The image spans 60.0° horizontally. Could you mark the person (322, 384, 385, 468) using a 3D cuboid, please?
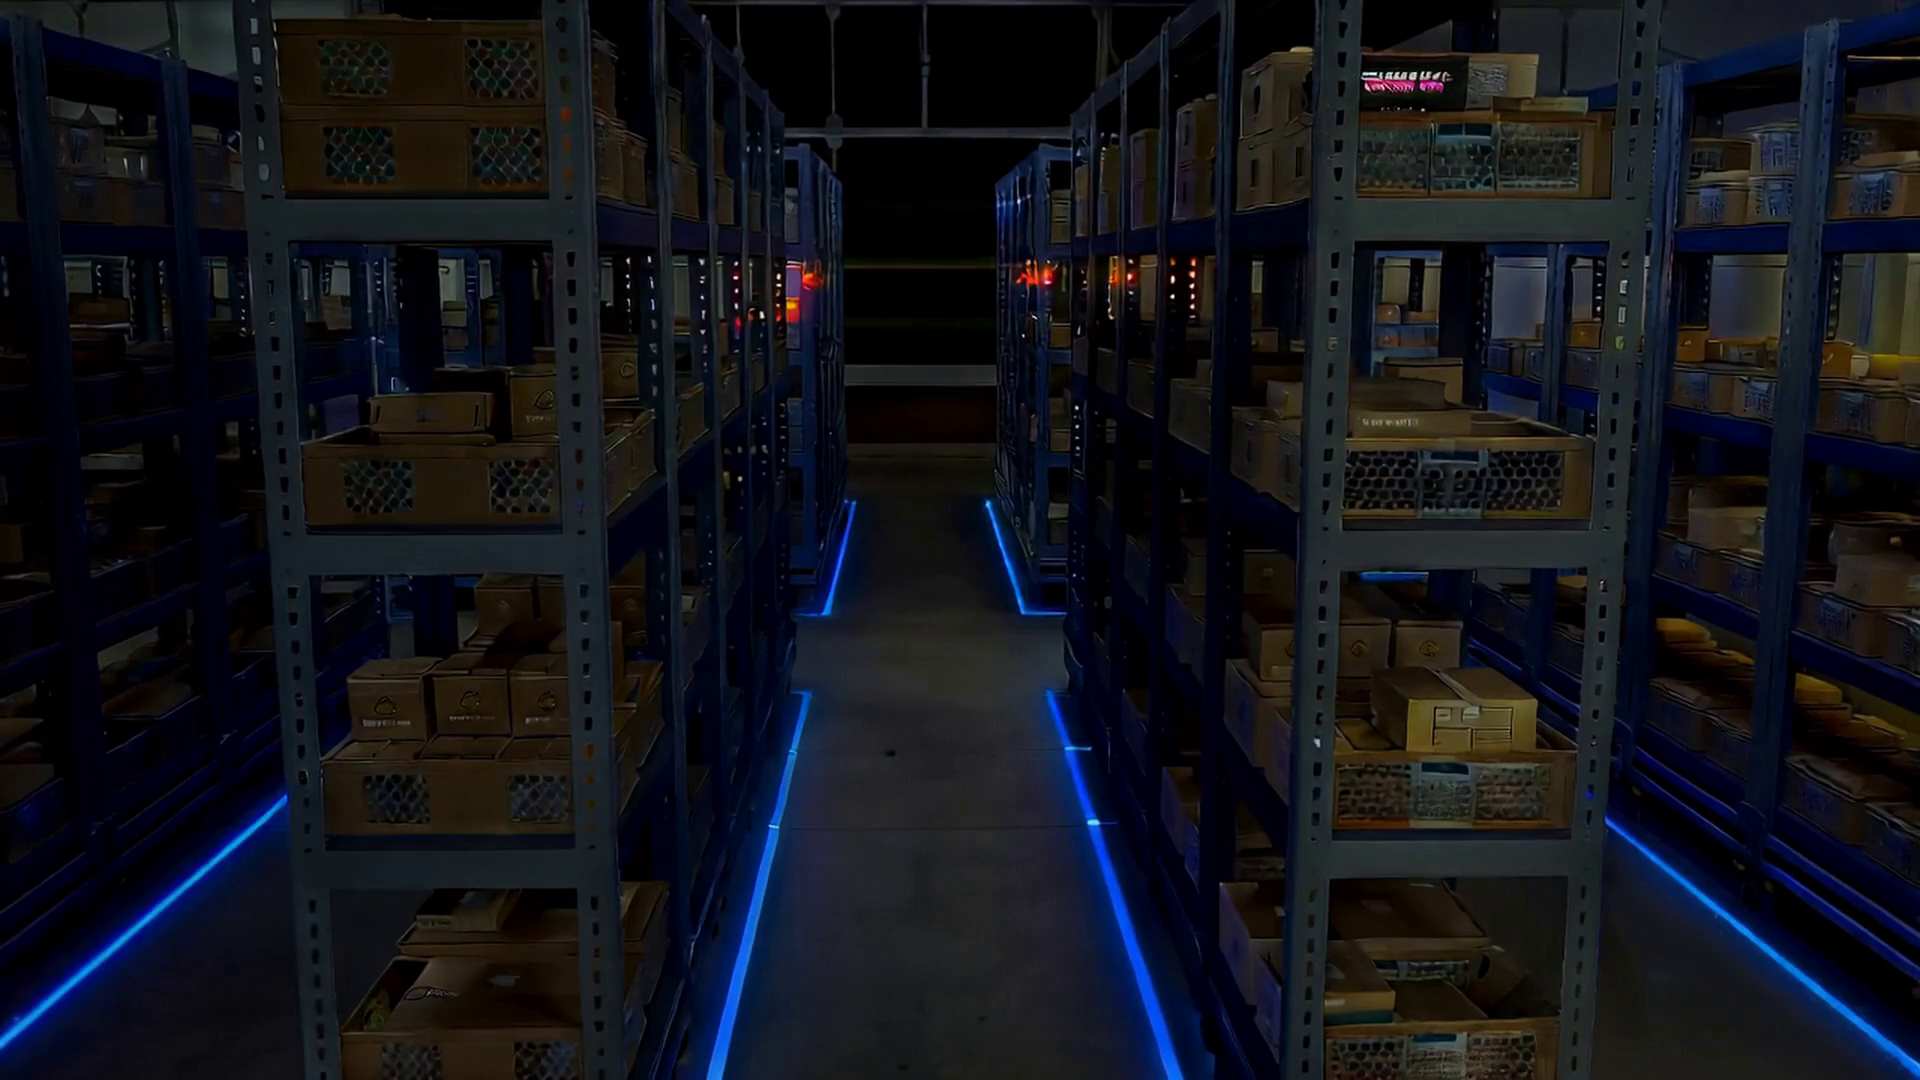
[{"bbox_3d":[-5.352,-0.730,14.939,0.687,1.947,0.444,-6,11,-34],"label":"person"}]
